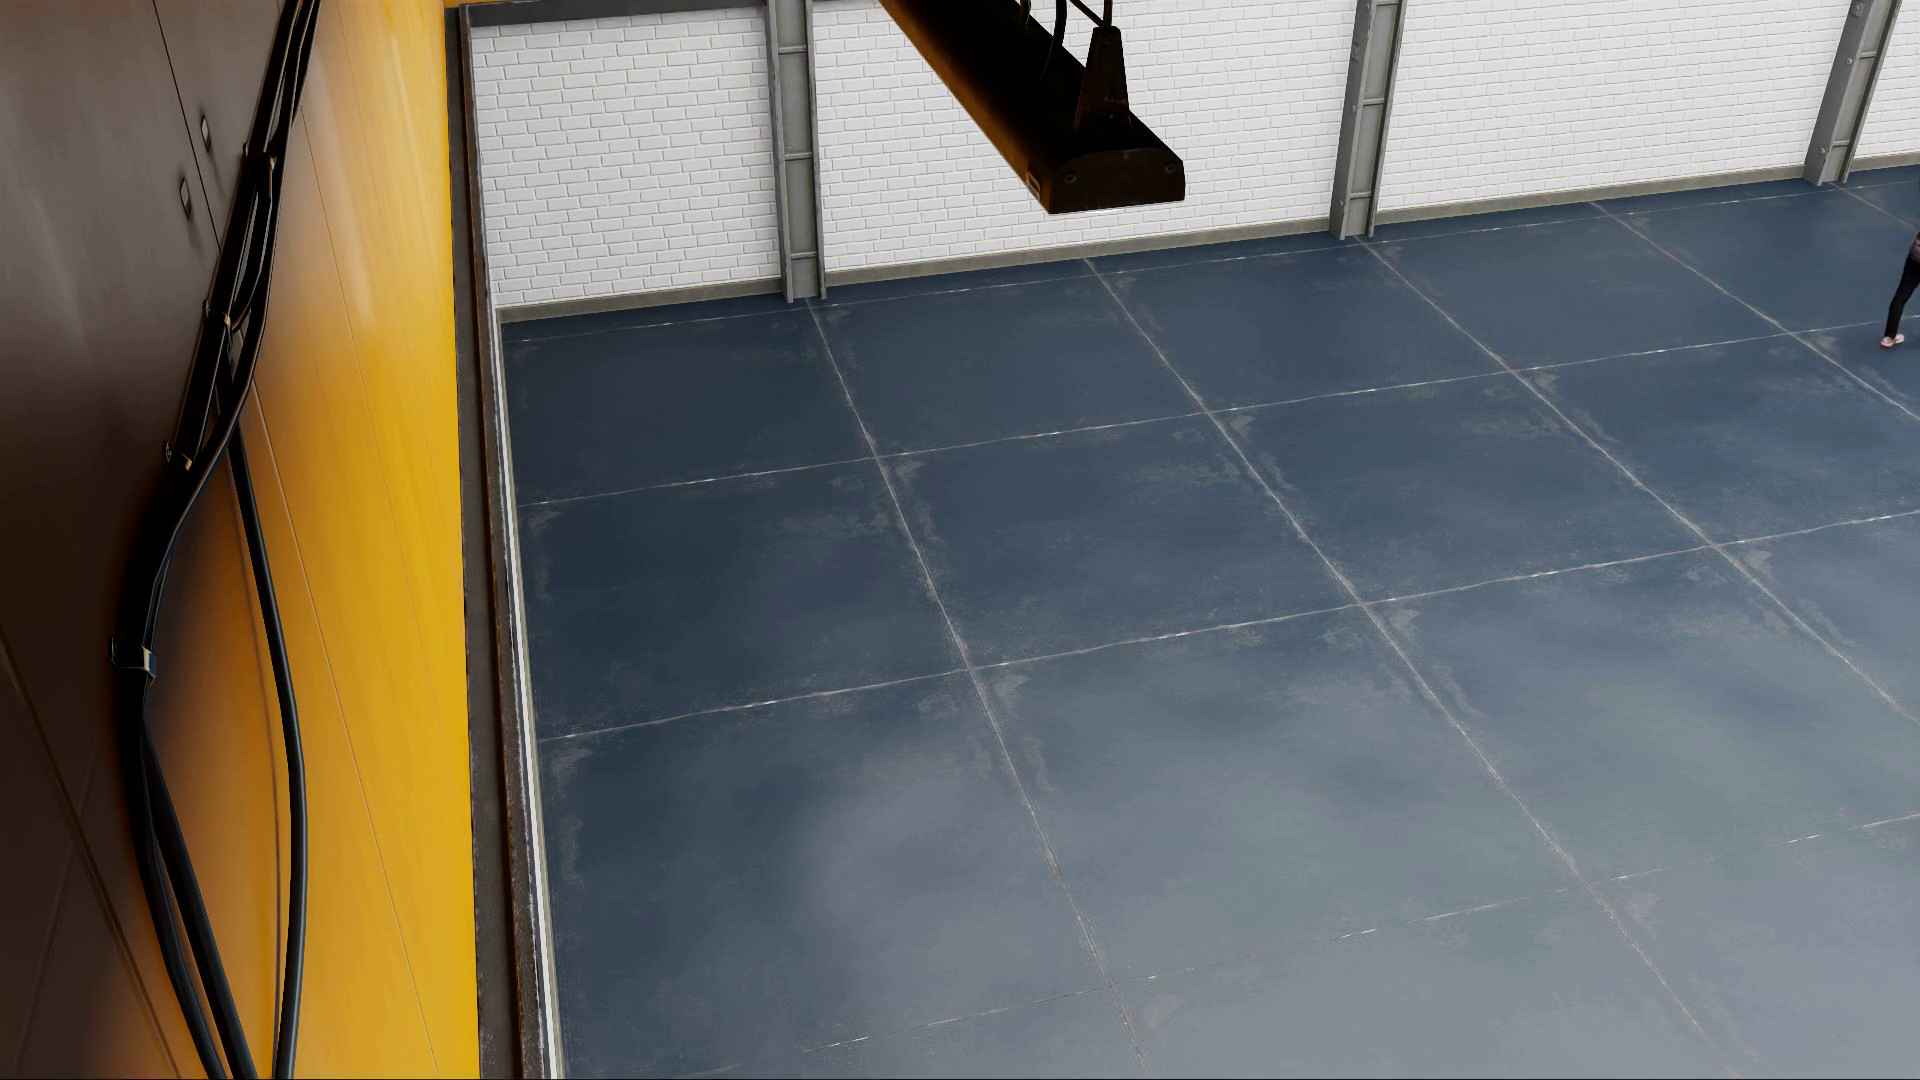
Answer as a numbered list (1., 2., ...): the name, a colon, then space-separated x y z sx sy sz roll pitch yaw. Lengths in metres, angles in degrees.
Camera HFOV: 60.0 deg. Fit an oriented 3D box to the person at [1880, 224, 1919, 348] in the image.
1. person: 8.845 -2.565 15.284 0.990 1.742 0.796 -19 38 -26
